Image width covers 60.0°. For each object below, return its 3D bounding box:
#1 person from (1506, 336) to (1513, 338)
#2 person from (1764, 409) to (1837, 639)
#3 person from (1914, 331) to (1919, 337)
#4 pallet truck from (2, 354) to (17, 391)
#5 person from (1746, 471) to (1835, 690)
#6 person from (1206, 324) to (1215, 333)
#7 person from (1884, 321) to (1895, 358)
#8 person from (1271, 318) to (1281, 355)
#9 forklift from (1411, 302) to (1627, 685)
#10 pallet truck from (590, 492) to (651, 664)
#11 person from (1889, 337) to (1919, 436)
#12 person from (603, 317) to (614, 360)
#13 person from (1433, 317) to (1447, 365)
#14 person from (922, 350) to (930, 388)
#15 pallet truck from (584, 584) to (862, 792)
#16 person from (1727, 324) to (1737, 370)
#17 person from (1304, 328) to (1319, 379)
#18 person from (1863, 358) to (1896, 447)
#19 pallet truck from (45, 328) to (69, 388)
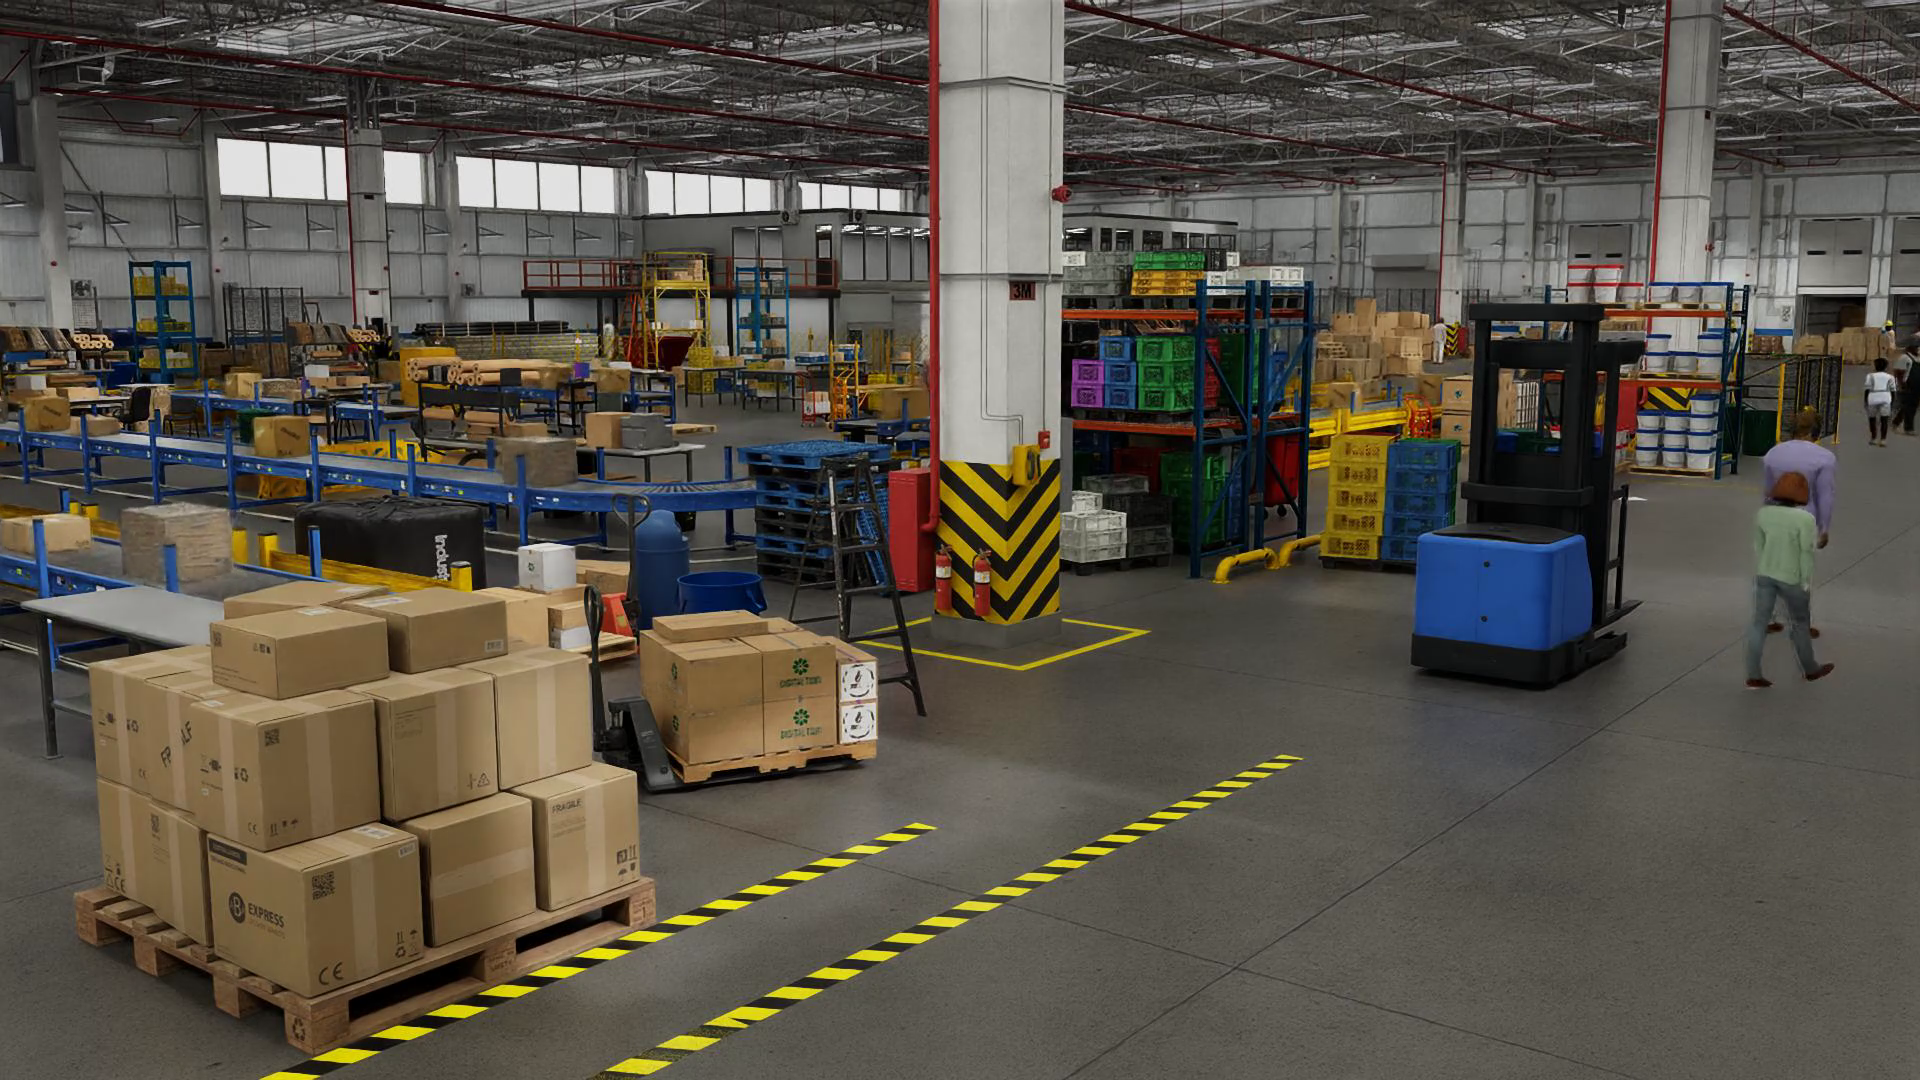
[{"bbox_3d":[13.264,-4.010,40.345,0.520,1.865,0.335,-8,11,-42],"label":"person"},{"bbox_3d":[7.040,-0.133,13.994,0.368,1.933,0.635,-5,10,-29],"label":"person"},{"bbox_3d":[33.381,-6.590,57.866,0.703,1.827,0.635,0,8,-3],"label":"person"},{"bbox_3d":[-24.881,-4.417,42.634,1.885,1.965,0.823,8,11,41],"label":"pallet truck"},{"bbox_3d":[6.104,0.291,12.204,0.801,1.592,0.523,-4,9,-27],"label":"person"},{"bbox_3d":[7.319,-5.343,48.920,1.043,1.997,0.630,7,11,39],"label":"person"},{"bbox_3d":[33.199,-6.872,59.473,0.407,1.918,0.581,4,9,24],"label":"person"},{"bbox_3d":[13.837,-8.819,72.911,0.431,1.833,0.644,2,9,15],"label":"person"},{"bbox_3d":[4.379,-0.438,12.852,1.129,2.768,1.873,7,11,37],"label":"forklift"},{"bbox_3d":[-3.115,0.344,12.883,0.653,1.274,1.630,7,11,37],"label":"pallet truck"},{"bbox_3d":[19.279,-3.107,33.663,0.695,2.000,0.537,-4,10,-27],"label":"person"},{"bbox_3d":[-15.236,-8.704,71.943,0.388,1.882,0.579,6,10,35],"label":"person"},{"bbox_3d":[19.492,-8.077,67.562,0.373,1.932,0.623,-7,11,-38],"label":"person"},{"bbox_3d":[-0.600,-3.572,37.749,0.538,1.750,0.438,0,8,0],"label":"person"},{"bbox_3d":[-1.426,0.805,10.019,1.601,1.201,0.680,-4,9,-26],"label":"pallet truck"},{"bbox_3d":[28.996,-7.239,62.512,0.484,1.744,0.294,-2,9,-13],"label":"person"},{"bbox_3d":[11.039,-5.775,52.420,0.555,1.836,0.936,-2,9,-13],"label":"person"},{"bbox_3d":[17.346,-2.587,31.382,0.594,1.660,0.696,3,9,20],"label":"person"},{"bbox_3d":[-23.775,-4.544,43.495,1.885,1.965,0.823,6,10,35],"label":"pallet truck"}]
